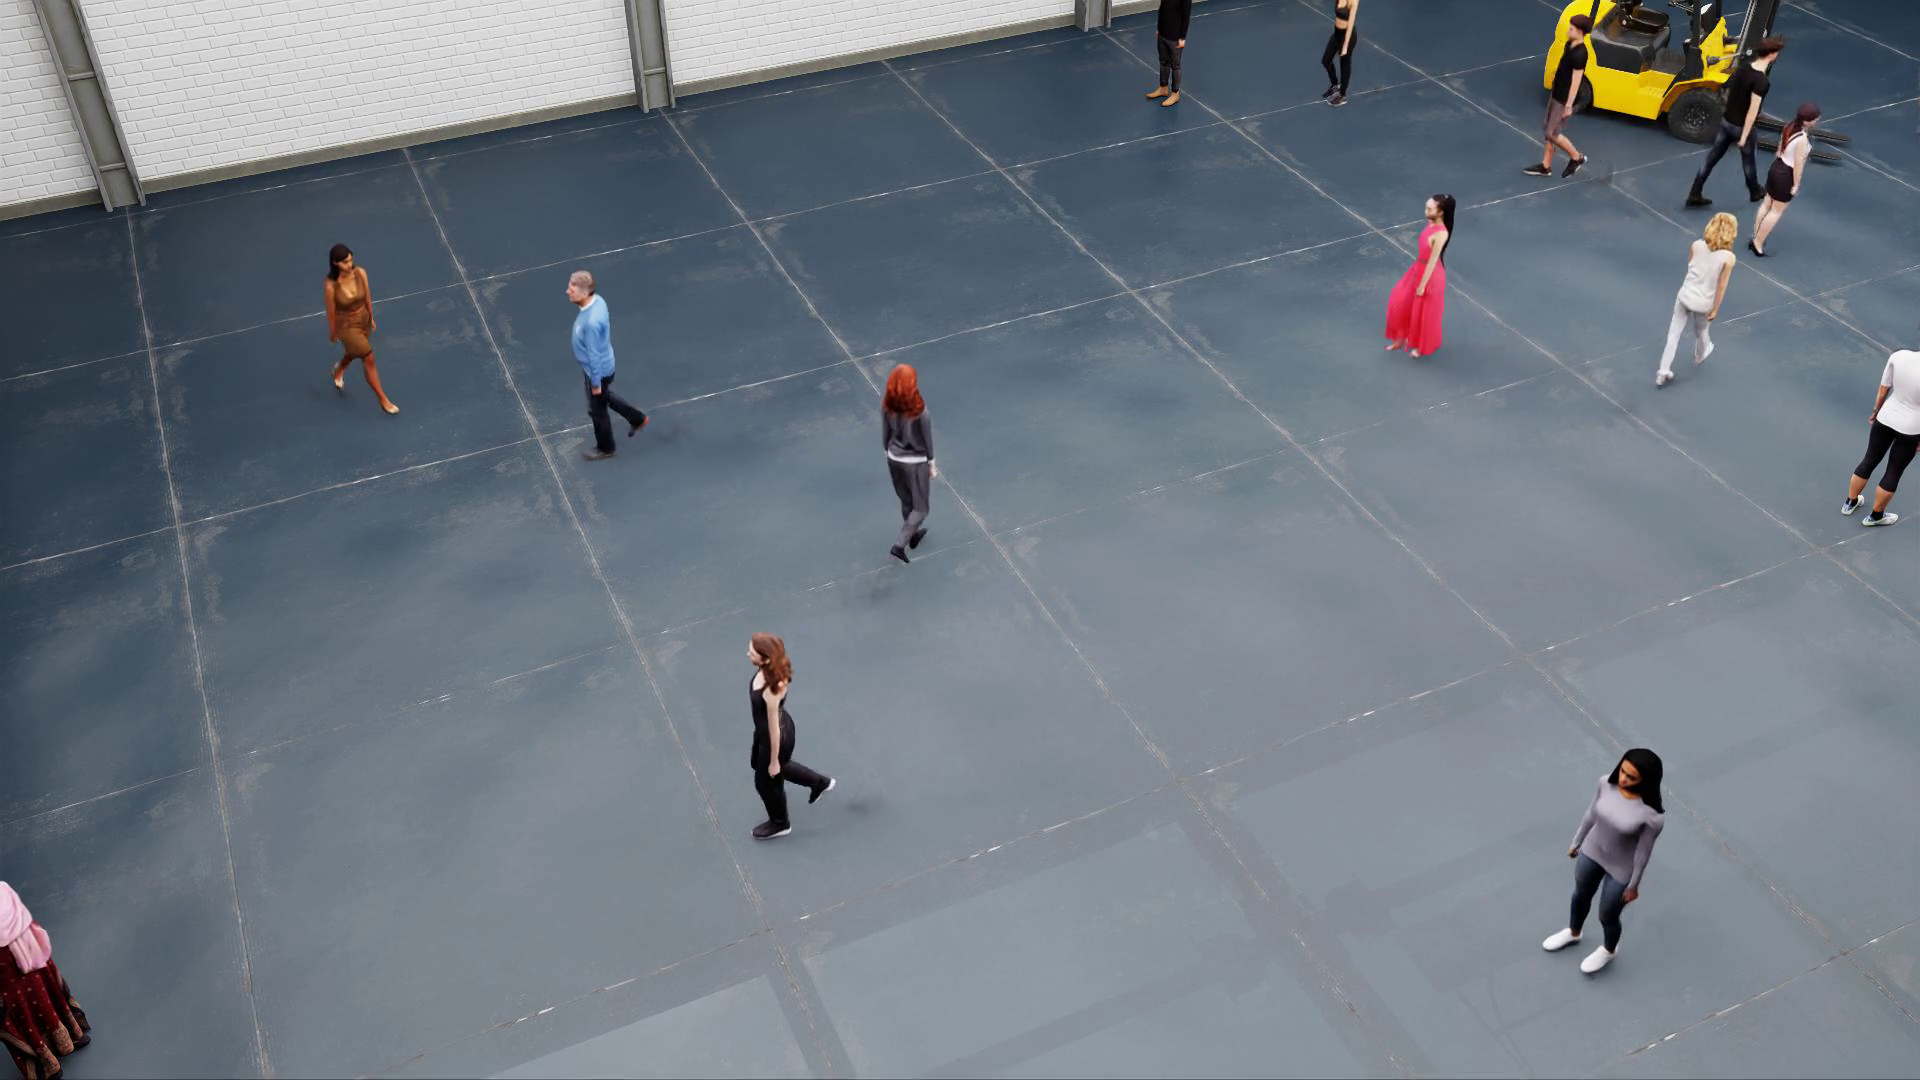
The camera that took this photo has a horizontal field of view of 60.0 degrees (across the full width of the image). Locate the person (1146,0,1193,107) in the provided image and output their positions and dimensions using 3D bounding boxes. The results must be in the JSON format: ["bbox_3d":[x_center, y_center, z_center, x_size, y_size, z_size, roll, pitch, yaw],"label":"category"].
[{"bbox_3d":[2.512,-6.040,19.729,0.575,1.723,0.679,-22,44,-25],"label":"person"}]

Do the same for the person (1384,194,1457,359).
[{"bbox_3d":[4.339,-2.374,15.152,0.886,1.706,0.782,1,39,1],"label":"person"}]

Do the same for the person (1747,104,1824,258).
[{"bbox_3d":[8.334,-3.666,16.823,0.660,1.639,0.648,-12,40,-15],"label":"person"}]

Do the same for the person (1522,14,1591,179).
[{"bbox_3d":[6.654,-4.792,18.067,1.008,1.847,0.907,4,39,5],"label":"person"}]

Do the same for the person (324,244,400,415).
[{"bbox_3d":[-5.373,-1.876,14.584,0.996,1.636,1.078,23,44,26],"label":"person"}]

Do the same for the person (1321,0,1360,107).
[{"bbox_3d":[4.617,-5.947,19.687,0.558,1.631,0.567,-18,42,-21],"label":"person"}]

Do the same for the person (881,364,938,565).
[{"bbox_3d":[-0.420,-0.548,12.815,0.881,1.769,0.979,18,42,22],"label":"person"}]

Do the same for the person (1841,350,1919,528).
[{"bbox_3d":[7.476,-0.928,13.225,0.598,1.852,0.687,-21,43,-24],"label":"person"}]

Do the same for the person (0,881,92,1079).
[{"bbox_3d":[-5.286,2.375,9.259,0.807,1.639,0.760,10,40,12],"label":"person"}]

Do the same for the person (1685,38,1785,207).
[{"bbox_3d":[8.103,-4.353,17.519,1.256,1.845,0.834,-7,39,-9],"label":"person"}]

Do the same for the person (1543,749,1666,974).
[{"bbox_3d":[3.875,1.884,9.800,0.594,1.731,0.652,-19,42,-22],"label":"person"}]

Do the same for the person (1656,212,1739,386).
[{"bbox_3d":[6.545,-2.123,14.898,1.102,1.630,0.808,-32,48,-33],"label":"person"}]

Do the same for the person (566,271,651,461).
[{"bbox_3d":[-2.976,-1.485,13.959,0.910,1.805,0.772,-8,39,-10],"label":"person"}]

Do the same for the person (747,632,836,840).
[{"bbox_3d":[-1.095,1.238,10.606,0.860,1.734,0.652,-11,40,-13],"label":"person"}]
